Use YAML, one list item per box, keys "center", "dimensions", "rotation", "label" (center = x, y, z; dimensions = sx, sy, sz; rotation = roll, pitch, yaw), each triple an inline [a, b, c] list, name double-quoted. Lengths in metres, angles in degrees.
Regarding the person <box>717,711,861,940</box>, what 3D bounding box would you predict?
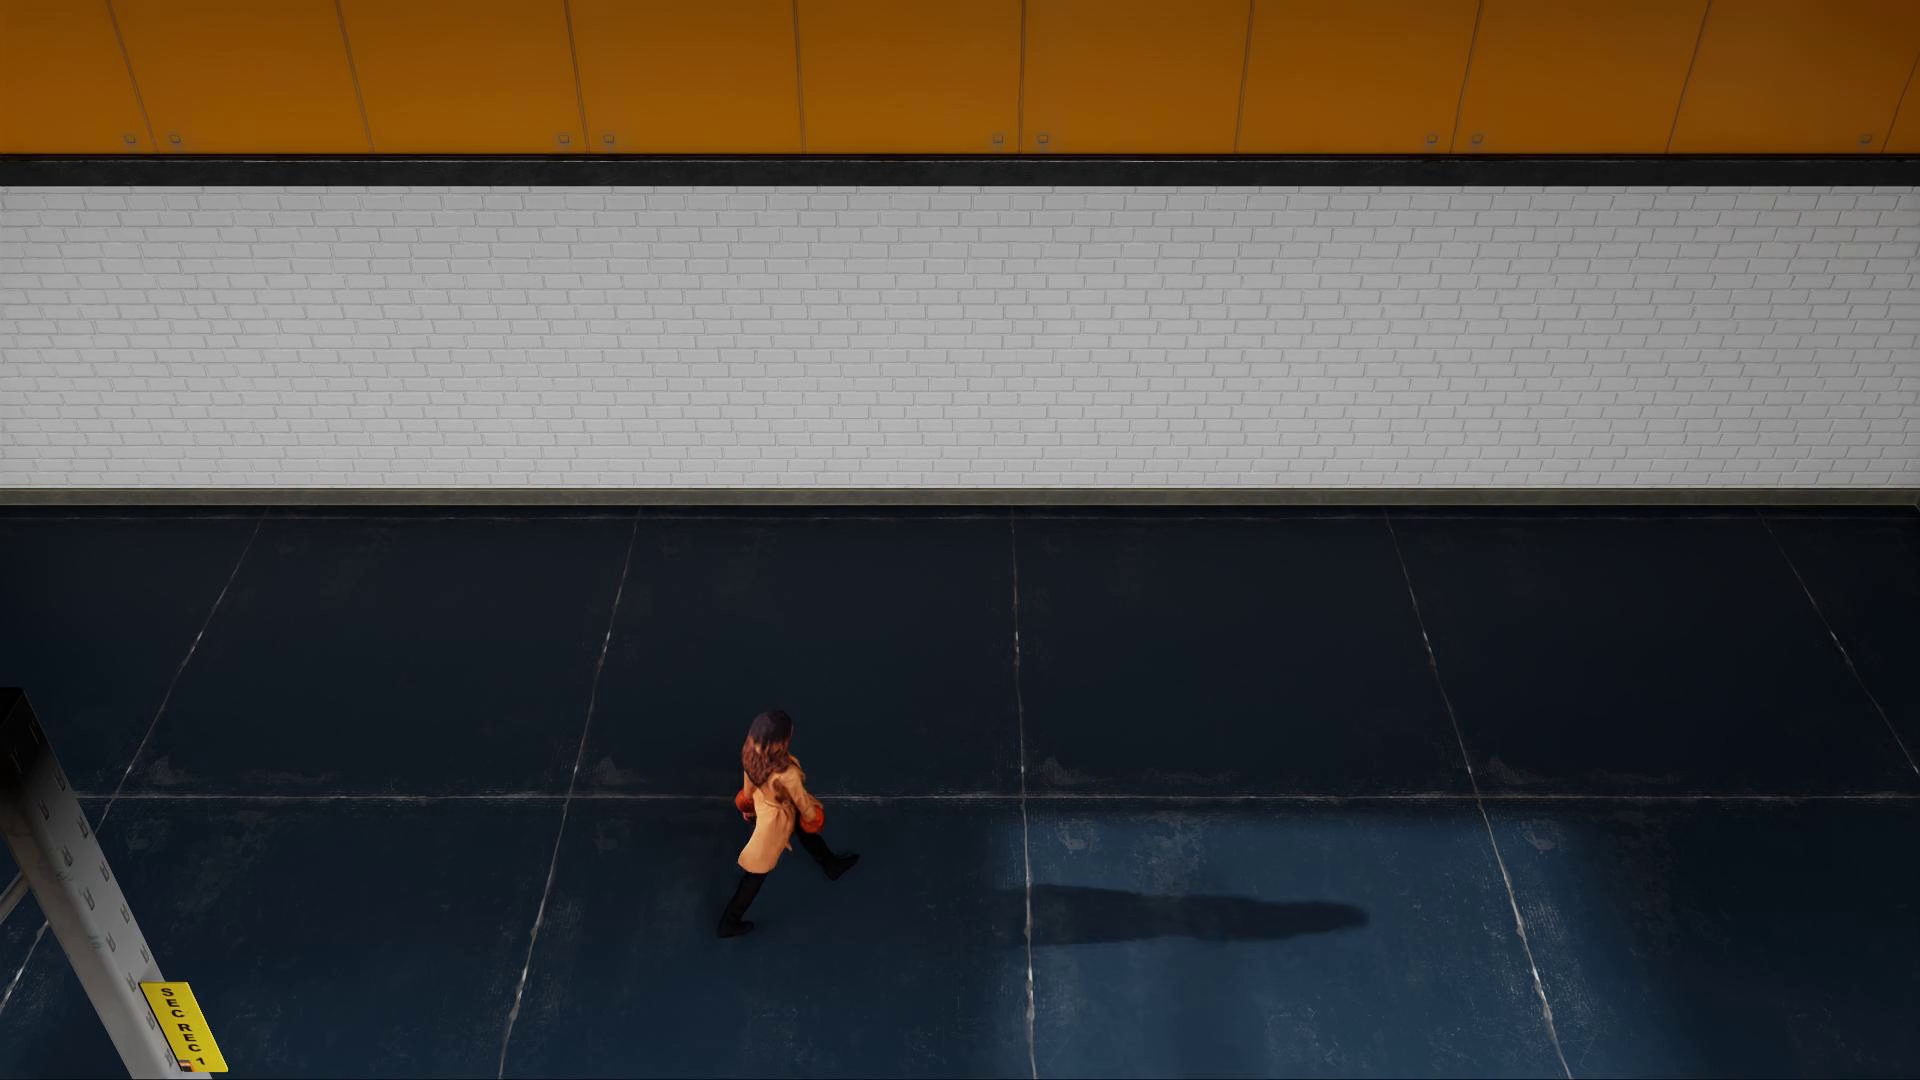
- center: [-1.133, 1.702, 9.625]
  dimensions: [1.137, 1.657, 1.258]
  rotation: [-22, 44, -25]
  label: "person"
